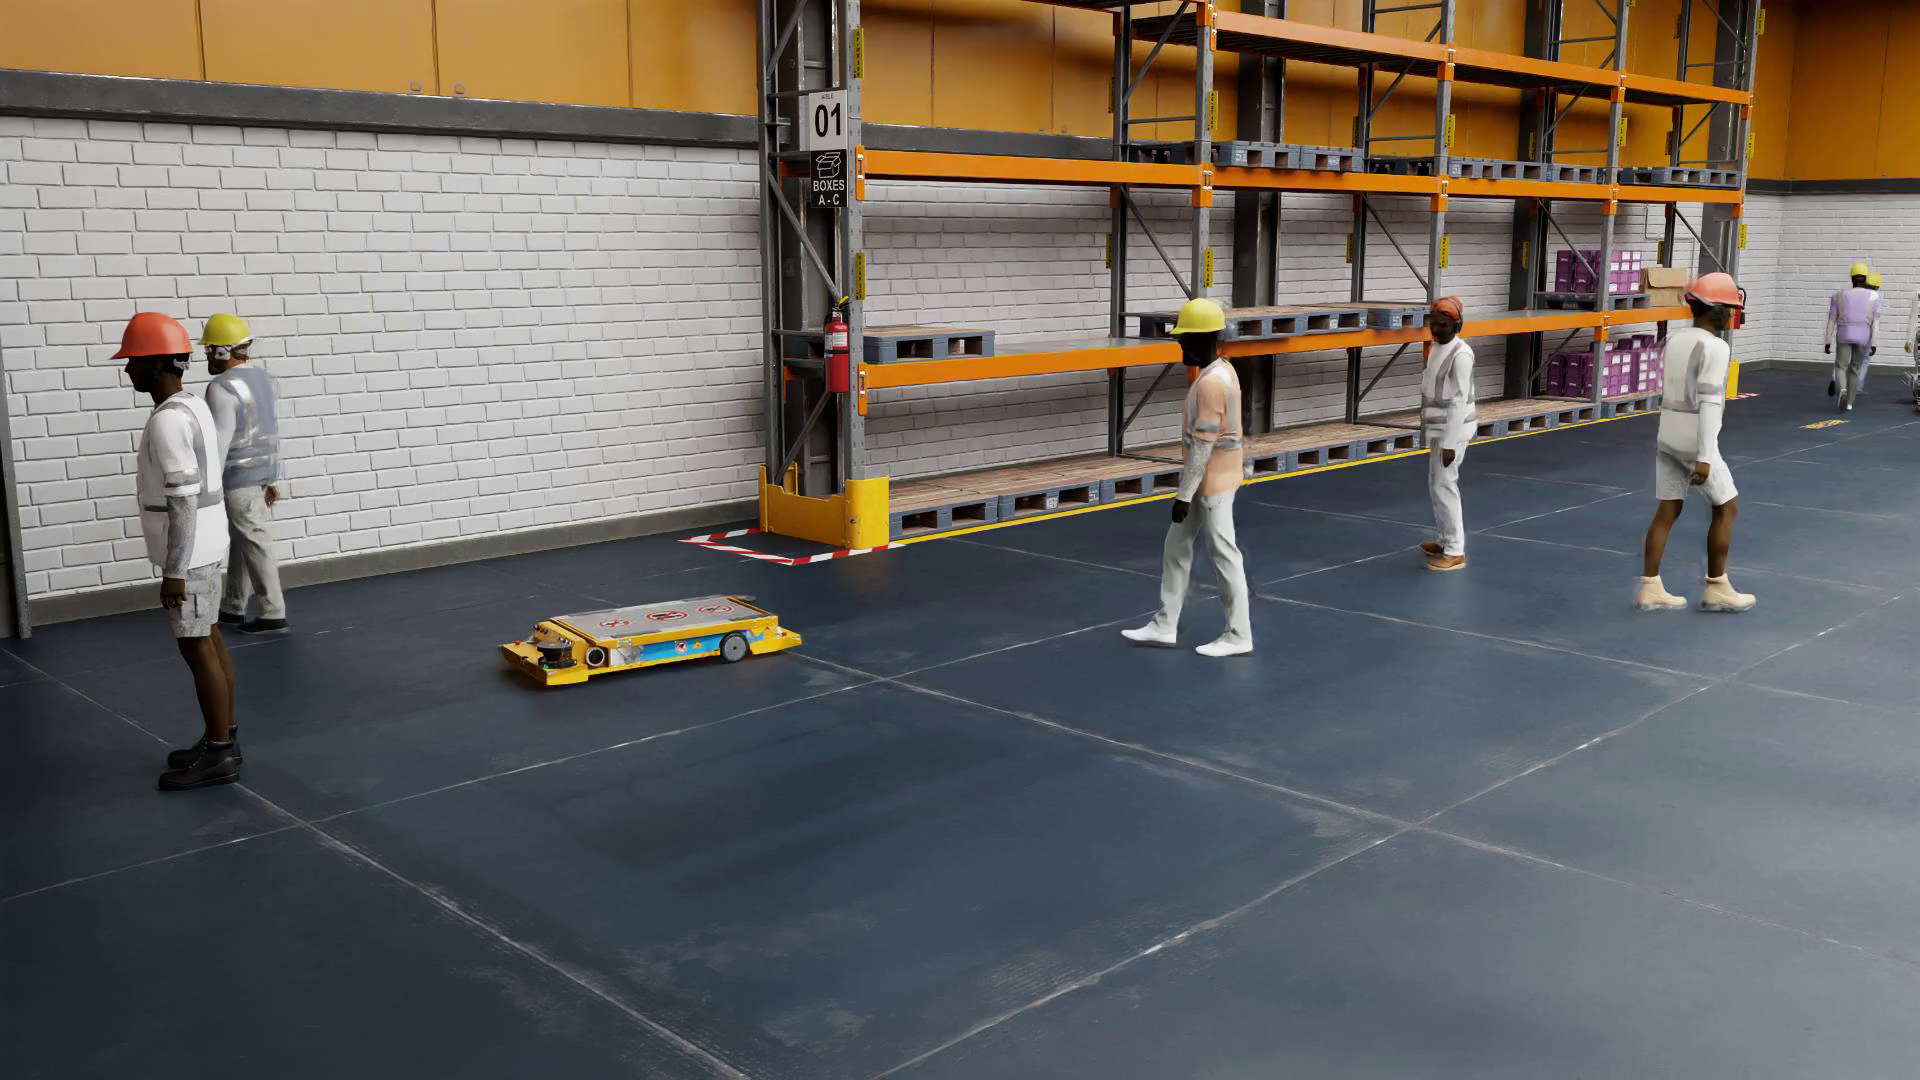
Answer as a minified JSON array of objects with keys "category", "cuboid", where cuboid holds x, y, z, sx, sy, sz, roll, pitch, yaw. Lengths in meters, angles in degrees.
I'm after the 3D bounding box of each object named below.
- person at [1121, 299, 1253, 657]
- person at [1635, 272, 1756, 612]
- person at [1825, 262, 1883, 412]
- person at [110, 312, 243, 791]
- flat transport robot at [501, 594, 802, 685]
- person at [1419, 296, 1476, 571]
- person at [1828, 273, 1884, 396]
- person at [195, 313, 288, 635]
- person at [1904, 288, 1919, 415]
[{"category":"person","cuboid":[1.198,-0.313,8.799,0.836,1.899,0.599,2,11,8]},{"category":"person","cuboid":[4.442,-0.561,9.856,0.831,2.013,0.629,-1,10,-6]},{"category":"person","cuboid":[11.320,-2.561,21.090,0.596,1.901,0.805,5,11,25]},{"category":"person","cuboid":[-3.177,0.049,6.756,0.377,1.936,0.549,-3,11,-15]},{"category":"flat transport robot","cuboid":[-1.624,0.506,8.813,1.431,0.197,0.652,-7,13,-34]},{"category":"person","cuboid":[3.270,-0.711,11.180,0.385,1.838,0.750,0,10,2]},{"category":"person","cuboid":[12.474,-2.841,23.119,0.782,1.727,0.553,-7,13,-34]},{"category":"person","cuboid":[-4.085,-0.355,9.344,0.504,1.832,0.607,0,10,-2]},{"category":"person","cuboid":[12.096,-2.482,20.615,0.639,1.916,0.492,1,10,3]}]
